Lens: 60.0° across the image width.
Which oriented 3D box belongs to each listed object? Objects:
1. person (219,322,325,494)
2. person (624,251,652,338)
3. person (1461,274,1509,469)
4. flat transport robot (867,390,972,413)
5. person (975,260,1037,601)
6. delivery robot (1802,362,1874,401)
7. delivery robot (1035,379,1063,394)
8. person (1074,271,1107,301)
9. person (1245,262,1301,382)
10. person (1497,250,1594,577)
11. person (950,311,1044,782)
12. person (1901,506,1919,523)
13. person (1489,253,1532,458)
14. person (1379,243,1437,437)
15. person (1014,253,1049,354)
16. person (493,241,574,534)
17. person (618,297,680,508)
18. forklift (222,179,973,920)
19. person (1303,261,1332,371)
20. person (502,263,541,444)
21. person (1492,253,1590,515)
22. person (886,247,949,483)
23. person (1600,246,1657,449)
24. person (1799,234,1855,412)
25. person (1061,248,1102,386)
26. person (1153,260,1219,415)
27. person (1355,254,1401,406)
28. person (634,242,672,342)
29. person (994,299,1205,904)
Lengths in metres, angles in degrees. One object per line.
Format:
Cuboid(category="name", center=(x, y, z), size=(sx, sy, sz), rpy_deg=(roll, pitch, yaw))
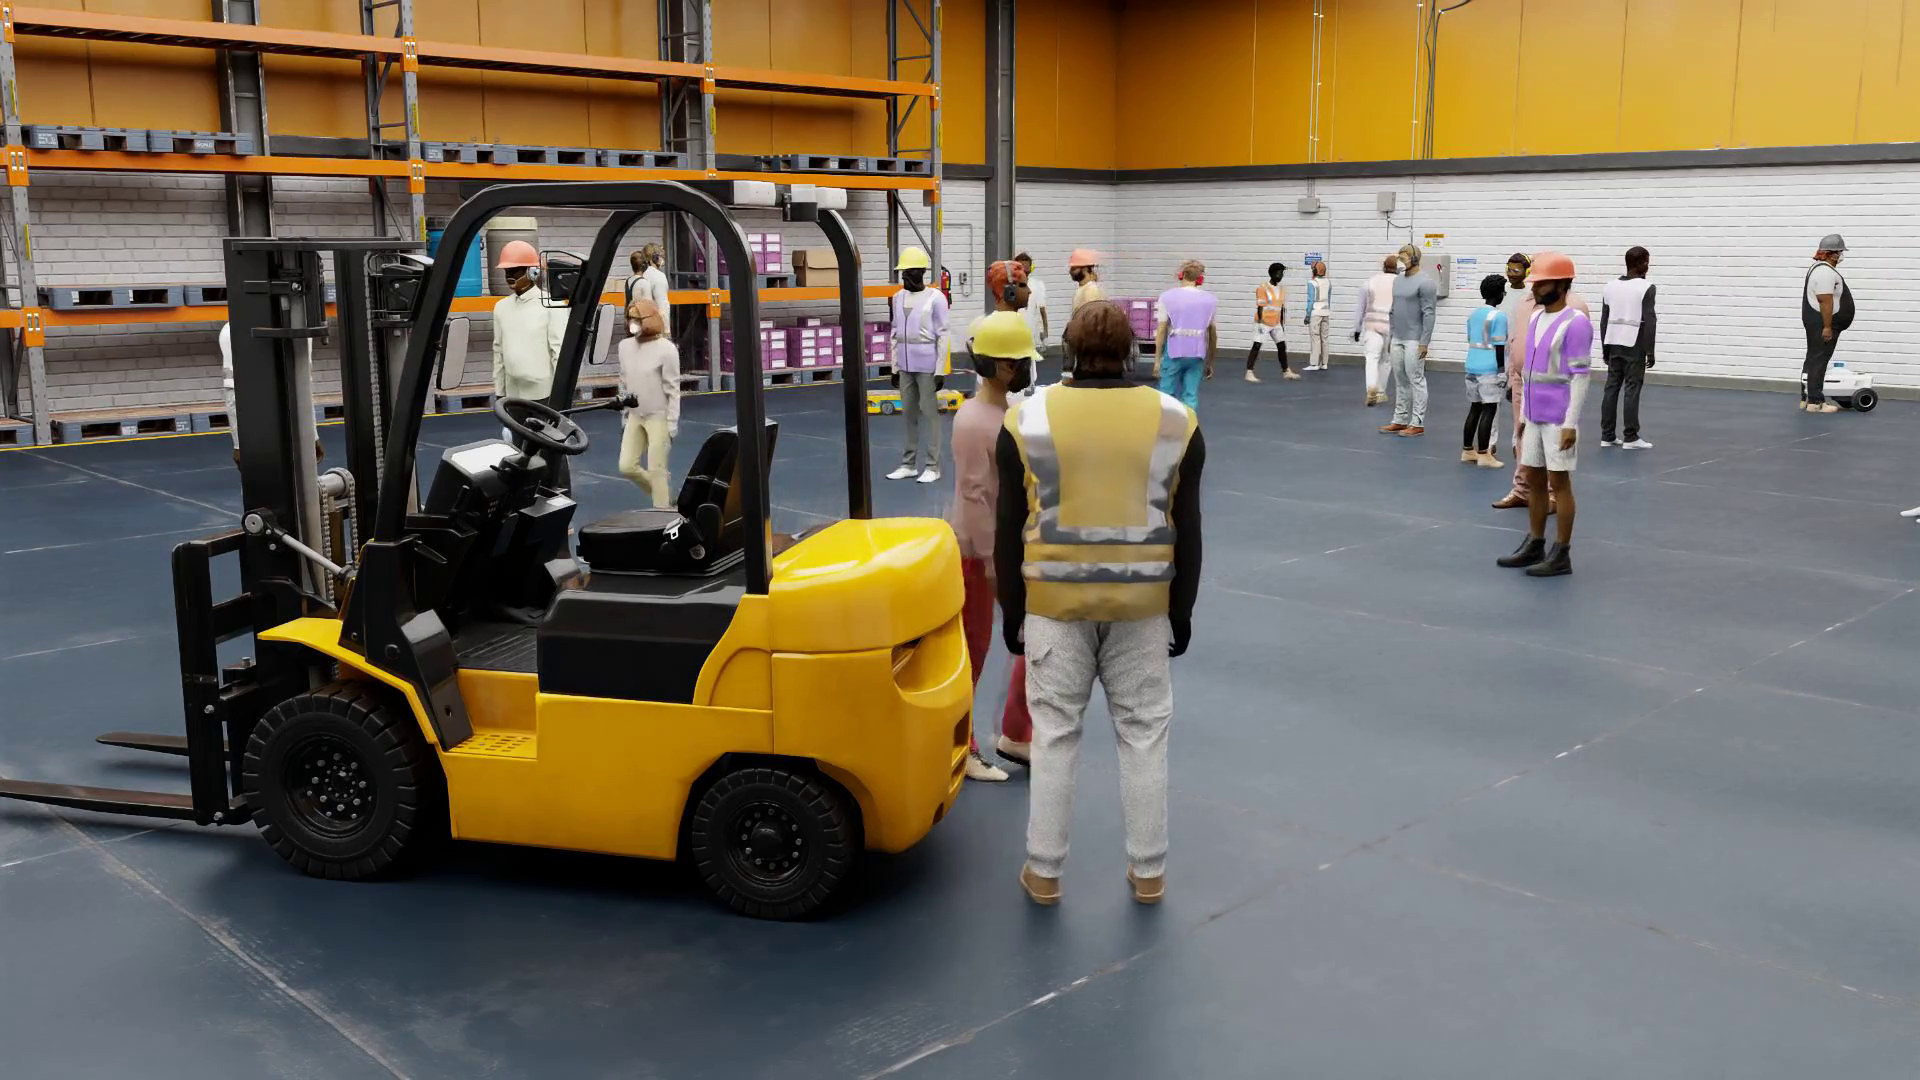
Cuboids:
Cuboid(category="person", center=(-3.665, -0.576, 8.967), size=(0.374, 1.935, 0.552), rpy_deg=(6, 12, 28))
Cuboid(category="person", center=(-3.584, -2.329, 18.771), size=(0.333, 1.845, 0.515), rpy_deg=(-9, 14, -41))
Cuboid(category="person", center=(4.600, -1.475, 14.553), size=(0.321, 1.692, 0.539), rpy_deg=(-2, 11, -10))
Cuboid(category="flat transport robot", center=(-0.542, -1.598, 19.088), size=(1.431, 0.197, 0.652), rpy_deg=(-1, 10, -7))
Cuboid(category="person", center=(0.264, -0.602, 9.253), size=(0.355, 1.885, 0.575), rpy_deg=(-2, 11, -12))
Cuboid(category="delivery robot", center=(10.165, -1.821, 19.273), size=(0.707, 0.478, 0.477), rpy_deg=(1, 10, 6))
Cuboid(category="delivery robot", center=(1.134, -1.513, 17.591), size=(0.707, 0.478, 0.477), rpy_deg=(2, 11, 11))
Cuboid(category="person", center=(1.613, -2.603, 20.910), size=(0.511, 1.598, 0.702), rpy_deg=(-5, 11, -24))
Cuboid(category="person", center=(4.335, -3.005, 22.985), size=(0.691, 1.667, 0.442), rpy_deg=(-7, 13, -34))
Cuboid(category="person", center=(3.488, -0.747, 9.907), size=(0.378, 1.933, 0.551), rpy_deg=(-3, 11, -15))
Cuboid(category="person", center=(0.184, 0.048, 6.082), size=(0.579, 1.747, 0.524), rpy_deg=(5, 12, 26))
Cuboid(category="person", center=(6.899, -0.980, 11.702), size=(0.317, 1.742, 0.492), rpy_deg=(2, 11, 12))
Cuboid(category="person", center=(5.034, -1.667, 15.133), size=(0.520, 1.861, 0.332), rpy_deg=(4, 11, 20))
Cuboid(category="person", center=(4.531, -2.008, 16.773), size=(0.362, 1.938, 0.631), rpy_deg=(-4, 11, -20))
Cuboid(category="person", center=(0.705, -2.240, 18.362), size=(0.560, 1.815, 0.977), rpy_deg=(0, 10, 1))
Cuboid(category="person", center=(-2.883, -0.999, 11.156), size=(0.619, 1.989, 0.396), rpy_deg=(5, 12, 27))
Cuboid(category="person", center=(-2.030, -0.778, 10.898), size=(0.513, 1.614, 0.385), rpy_deg=(6, 12, 30))
Cuboid(category="forklift", center=(-1.114, -0.058, 5.440), size=(2.313, 2.155, 1.214), rpy_deg=(2, 11, 13))
Cuboid(category="person", center=(5.353, -3.346, 24.879), size=(0.513, 1.642, 0.311), rpy_deg=(-8, 13, -38))
Cuboid(category="person", center=(-3.103, -1.123, 12.112), size=(0.633, 1.871, 0.482), rpy_deg=(6, 12, 29))
Cuboid(category="person", center=(4.219, -1.133, 12.113), size=(0.406, 1.901, 0.637), rpy_deg=(-5, 12, -27))
Cuboid(category="person", center=(-0.353, -1.428, 13.642), size=(0.590, 1.926, 0.388), rpy_deg=(9, 14, 41))
Cuboid(category="person", center=(6.353, -1.825, 15.844), size=(0.393, 1.915, 0.587), rpy_deg=(-6, 12, -28))
Cuboid(category="person", center=(9.994, -2.497, 19.159), size=(0.539, 2.000, 0.688), rpy_deg=(3, 11, 16))
Cuboid(category="person", center=(1.273, -1.886, 16.209), size=(0.890, 1.908, 0.552), rpy_deg=(-2, 11, -9))
Cuboid(category="person", center=(2.029, -1.603, 14.932), size=(0.611, 1.800, 0.497), rpy_deg=(-1, 10, -8))
Cuboid(category="person", center=(5.051, -2.504, 19.884), size=(0.666, 1.803, 0.871), rpy_deg=(4, 11, 22))
Cuboid(category="person", center=(-3.466, -2.387, 18.838), size=(0.373, 1.940, 0.630), rpy_deg=(-9, 14, -42))
Cuboid(category="person", center=(0.413, 0.199, 5.044), size=(0.628, 1.836, 0.430), rpy_deg=(0, 10, 0))
